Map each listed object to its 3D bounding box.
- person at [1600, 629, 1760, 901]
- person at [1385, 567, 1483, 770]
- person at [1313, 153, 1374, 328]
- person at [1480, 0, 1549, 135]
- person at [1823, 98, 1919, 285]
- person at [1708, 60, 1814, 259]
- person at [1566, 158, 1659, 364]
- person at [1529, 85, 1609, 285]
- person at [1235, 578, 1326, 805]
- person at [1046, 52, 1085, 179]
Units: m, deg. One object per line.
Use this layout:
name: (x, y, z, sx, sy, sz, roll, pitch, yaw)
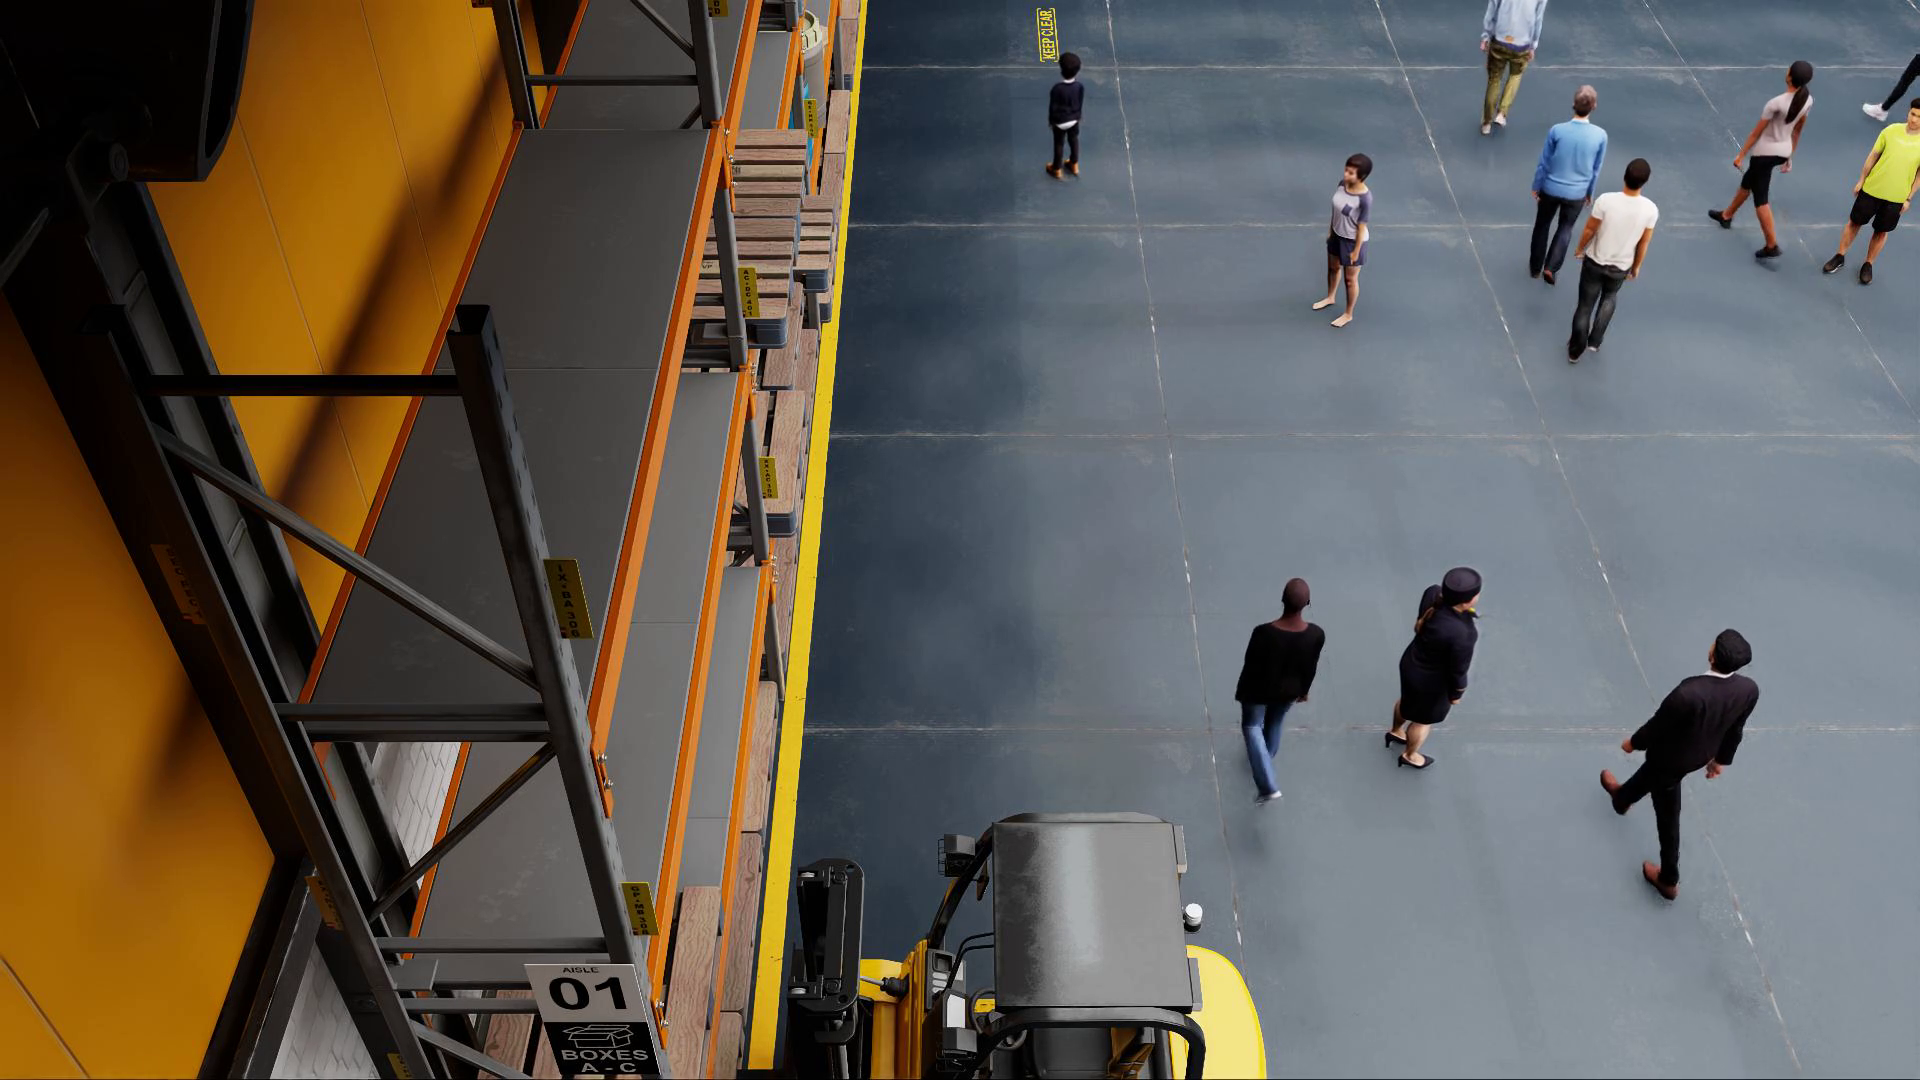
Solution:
person: (4.173, 1.301, 9.542, 0.938, 1.839, 1.275, -12, 45, -12)
person: (2.889, 0.796, 10.194, 0.808, 1.672, 0.641, -9, 44, -9)
person: (3.207, -2.508, 13.742, 0.704, 1.562, 0.600, -19, 47, -19)
person: (5.241, -4.690, 15.860, 0.788, 1.799, 0.781, 14, 45, 14)
person: (7.889, -3.004, 14.156, 0.702, 1.709, 0.724, 26, 49, 25)
person: (7.072, -3.267, 14.433, 0.911, 1.707, 1.249, -15, 46, -16)
person: (5.149, -2.162, 13.215, 0.705, 1.787, 0.705, 7, 44, 8)
person: (5.092, -2.937, 14.014, 0.826, 1.807, 0.953, 13, 45, 13)
person: (1.902, 0.947, 9.990, 0.662, 1.735, 0.915, -4, 44, -4)
person: (0.994, -3.965, 15.515, 0.573, 1.225, 0.592, -17, 46, -18)
